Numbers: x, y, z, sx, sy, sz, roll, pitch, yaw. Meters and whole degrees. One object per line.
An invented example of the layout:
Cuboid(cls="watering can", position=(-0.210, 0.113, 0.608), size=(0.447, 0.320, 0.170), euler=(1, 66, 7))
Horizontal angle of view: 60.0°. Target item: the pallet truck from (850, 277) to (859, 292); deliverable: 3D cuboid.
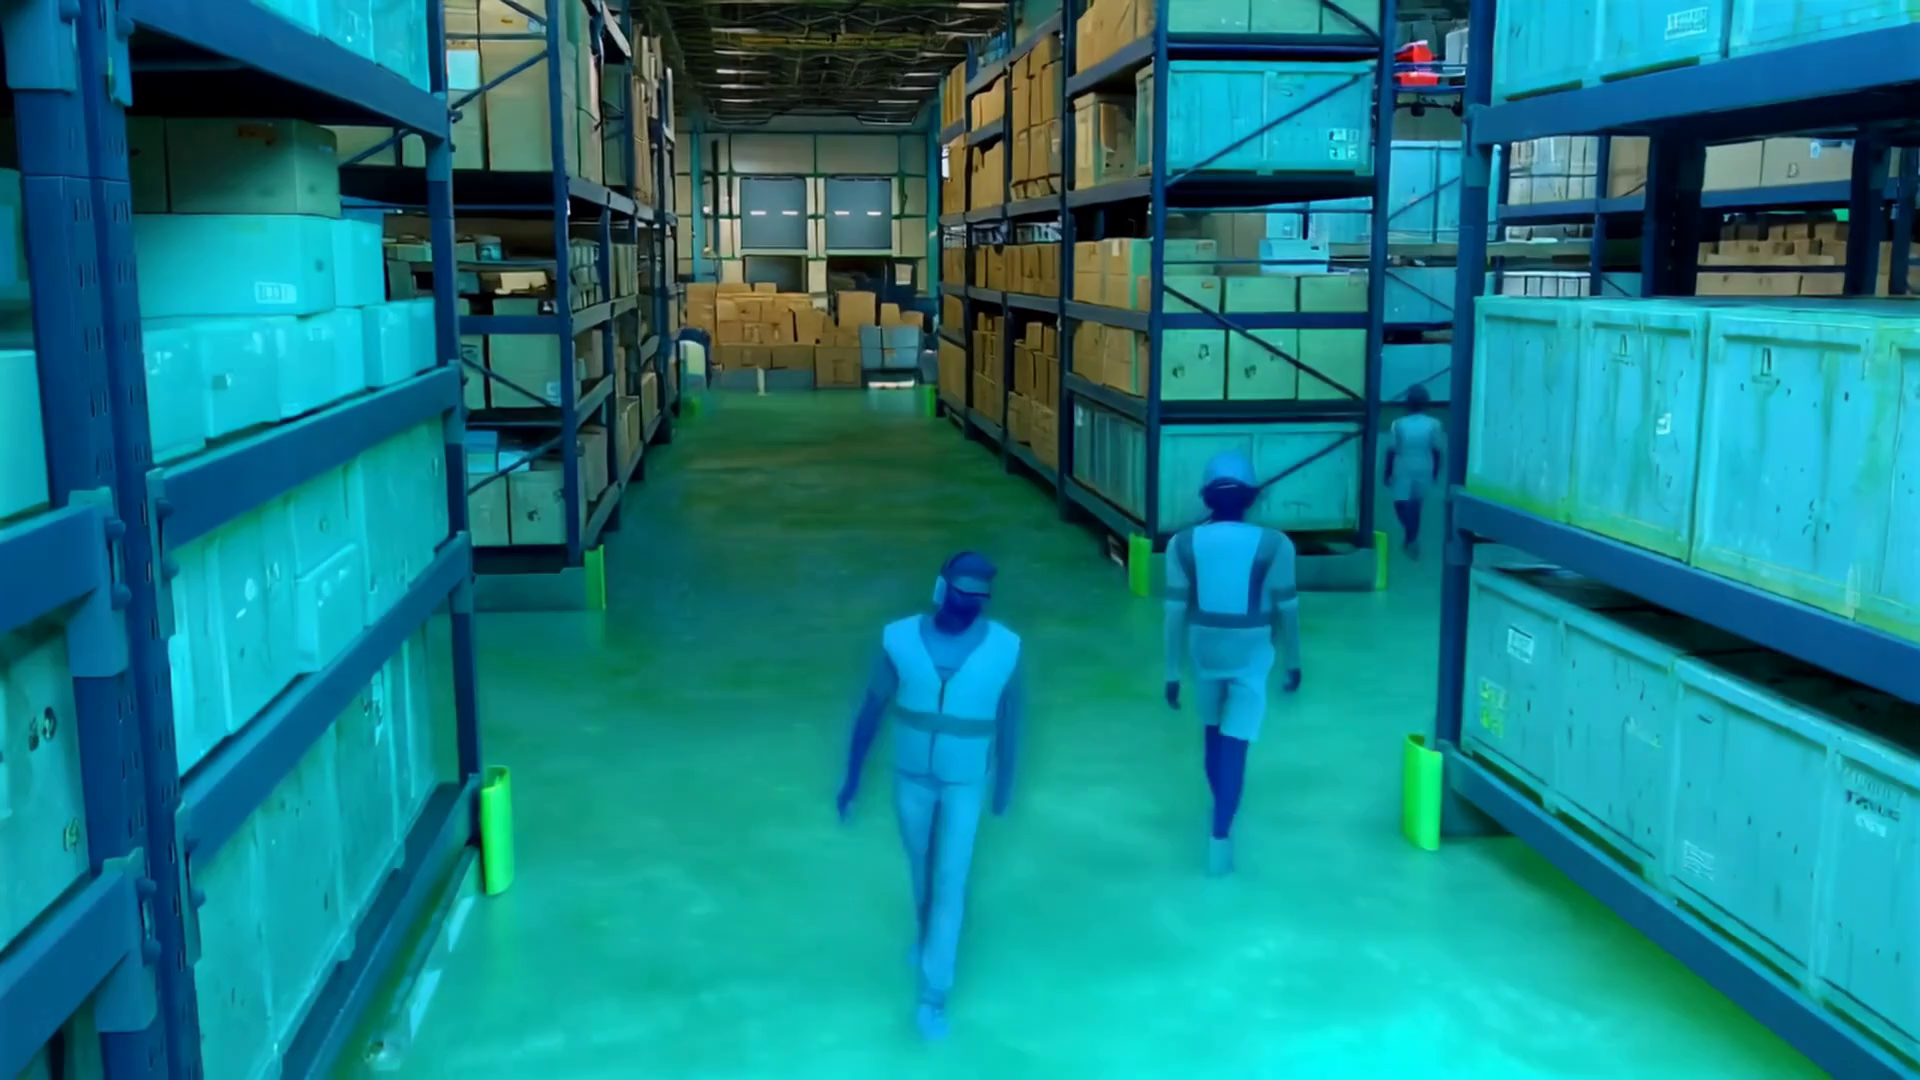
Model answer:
Cuboid(cls="pallet truck", position=(-3.782, -9.391, 65.808), size=(1.885, 1.965, 0.823), euler=(2, 10, 10))

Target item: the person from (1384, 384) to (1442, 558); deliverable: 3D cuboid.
Cuboid(cls="person", position=(4.334, -0.648, 15.840), size=(0.538, 1.672, 0.696), euler=(-1, 10, -3))

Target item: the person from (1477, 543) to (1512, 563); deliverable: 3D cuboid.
Cuboid(cls="person", position=(4.813, -0.551, 14.638), size=(0.640, 1.890, 0.652), euler=(8, 12, 37))

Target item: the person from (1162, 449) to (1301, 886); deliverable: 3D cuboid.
Cuboid(cls="person", position=(1.276, 0.570, 7.882), size=(0.611, 1.993, 1.073), euler=(4, 11, 24))

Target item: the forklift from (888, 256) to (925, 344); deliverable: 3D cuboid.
Cuboid(cls="forklift", position=(-1.828, -7.711, 53.455), size=(1.129, 2.768, 1.873), euler=(-2, 10, -13))

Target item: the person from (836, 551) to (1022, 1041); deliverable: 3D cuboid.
Cuboid(cls="person", position=(-0.094, 0.915, 6.431), size=(0.664, 1.788, 0.976), euler=(1, 10, 7))
